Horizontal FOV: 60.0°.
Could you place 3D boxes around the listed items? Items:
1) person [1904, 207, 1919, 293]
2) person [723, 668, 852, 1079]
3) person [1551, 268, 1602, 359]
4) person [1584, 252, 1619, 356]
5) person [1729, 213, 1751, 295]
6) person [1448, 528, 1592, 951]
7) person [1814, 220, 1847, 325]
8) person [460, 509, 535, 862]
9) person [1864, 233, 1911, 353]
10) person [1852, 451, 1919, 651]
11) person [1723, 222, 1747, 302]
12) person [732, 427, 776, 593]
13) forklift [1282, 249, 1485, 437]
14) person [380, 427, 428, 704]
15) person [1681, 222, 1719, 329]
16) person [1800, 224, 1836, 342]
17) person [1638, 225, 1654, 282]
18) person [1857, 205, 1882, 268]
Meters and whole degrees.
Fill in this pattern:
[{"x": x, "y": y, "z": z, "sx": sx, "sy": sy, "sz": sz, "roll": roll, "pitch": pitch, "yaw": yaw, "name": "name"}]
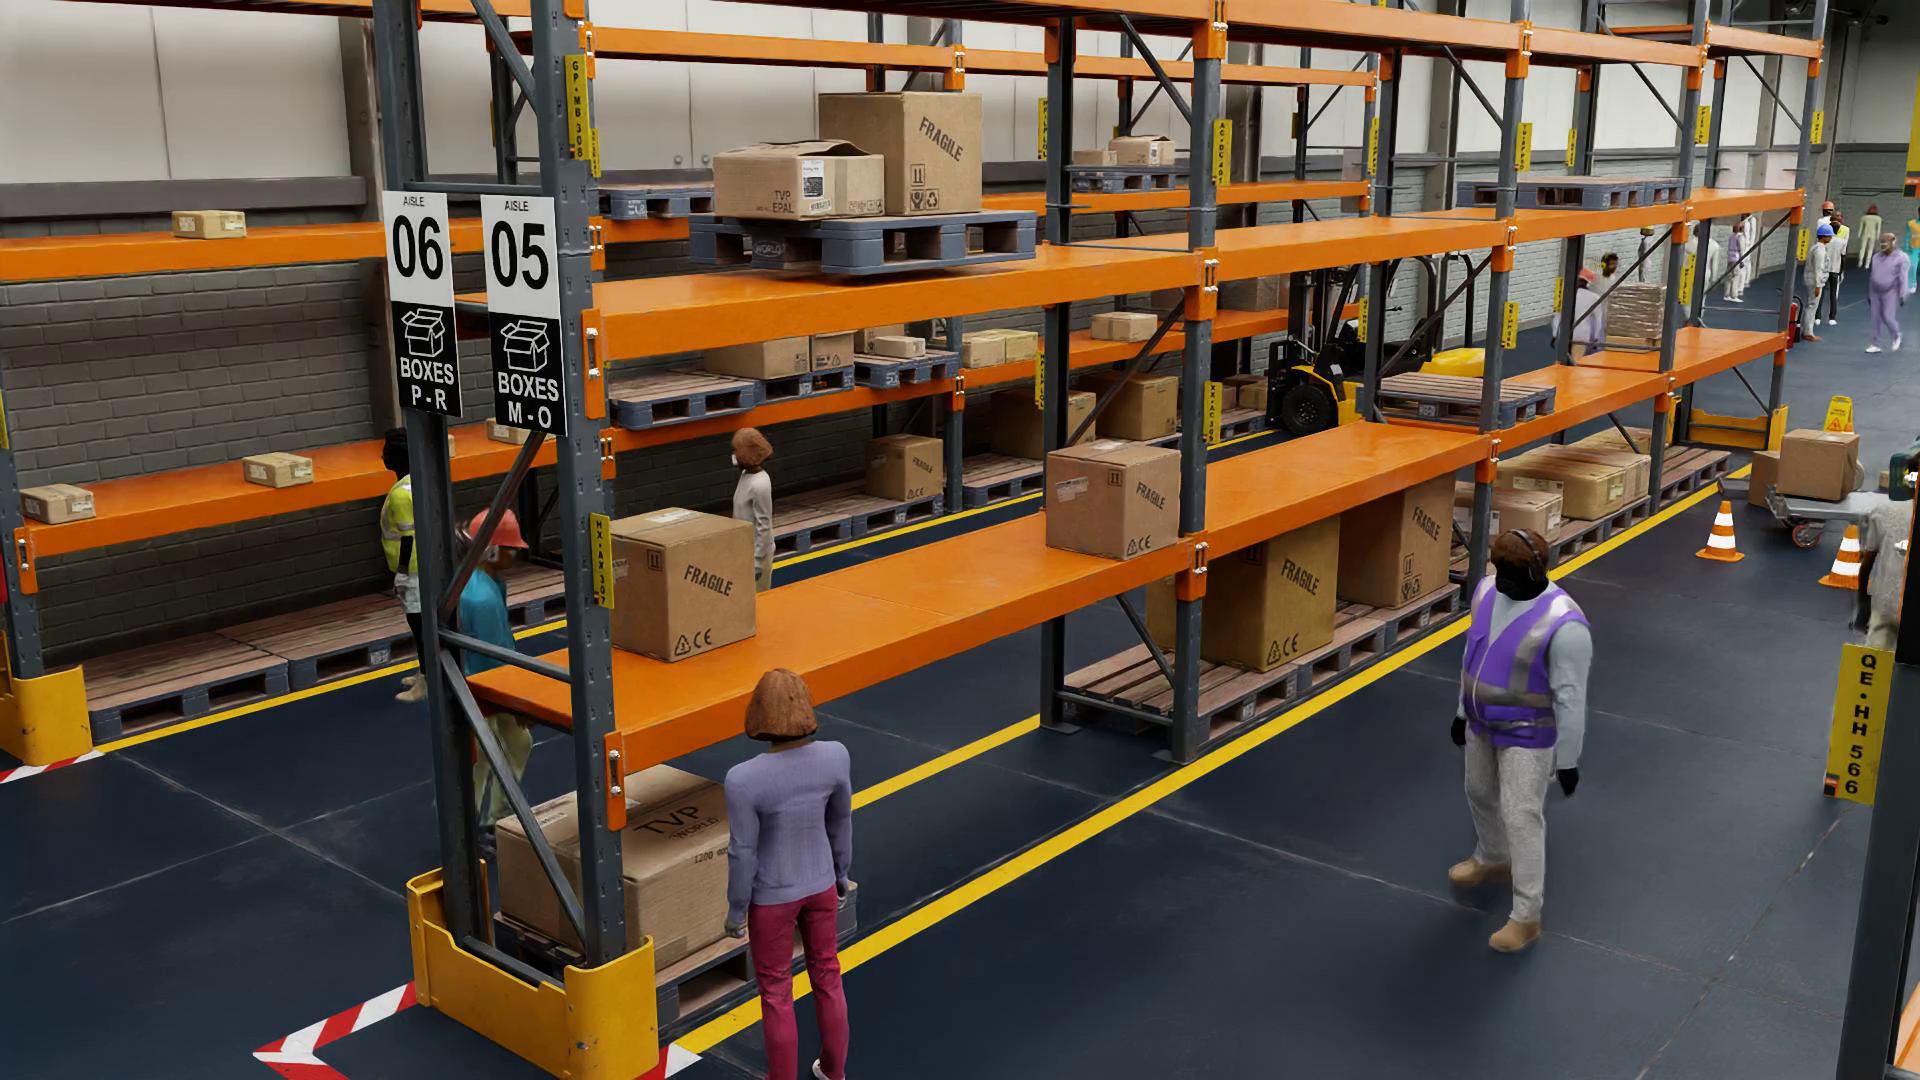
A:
[{"x": 20.877, "y": -6.346, "z": 36.213, "sx": 0.597, "sy": 1.894, "sz": 0.732, "roll": 4, "pitch": 14, "yaw": 15, "name": "person"}, {"x": -0.598, "y": 1.243, "z": 5.849, "sx": 0.507, "sy": 1.631, "sz": 0.266, "roll": -10, "pitch": 17, "yaw": -36, "name": "person"}, {"x": 8.035, "y": -2.686, "z": 21.710, "sx": 0.586, "sy": 1.705, "sz": 0.926, "roll": 10, "pitch": 17, "yaw": 35, "name": "person"}, {"x": 8.776, "y": -3.068, "z": 22.994, "sx": 0.546, "sy": 1.837, "sz": 0.761, "roll": -6, "pitch": 15, "yaw": -23, "name": "person"}, {"x": 16.687, "y": -6.186, "z": 35.581, "sx": 0.362, "sy": 1.883, "sz": 0.575, "roll": 3, "pitch": 14, "yaw": 12, "name": "person"}, {"x": 2.420, "y": 0.813, "z": 7.236, "sx": 0.539, "sy": 1.818, "sz": 0.816, "roll": -5, "pitch": 15, "yaw": -20, "name": "person"}, {"x": 15.717, "y": -4.831, "z": 30.090, "sx": 0.520, "sy": 1.874, "sz": 0.332, "roll": 7, "pitch": 15, "yaw": 25, "name": "person"}, {"x": -2.214, "y": 0.698, "z": 7.888, "sx": 0.581, "sy": 1.722, "sz": 0.570, "roll": -4, "pitch": 14, "yaw": -15, "name": "person"}, {"x": 14.600, "y": -3.883, "z": 26.188, "sx": 0.501, "sy": 1.886, "sz": 0.666, "roll": -7, "pitch": 15, "yaw": -25, "name": "person"}, {"x": 5.031, "y": 0.399, "z": 8.924, "sx": 0.996, "sy": 1.822, "sz": 0.540, "roll": -11, "pitch": 18, "yaw": -38, "name": "person"}, {"x": 15.925, "y": -5.714, "z": 34.153, "sx": 0.307, "sy": 1.645, "sz": 0.513, "roll": -2, "pitch": 14, "yaw": -8, "name": "person"}, {"x": -1.309, "y": 0.094, "z": 10.529, "sx": 0.289, "sy": 1.633, "sz": 0.499, "roll": -5, "pitch": 15, "yaw": -19, "name": "person"}, {"x": 4.886, "y": -2.214, "z": 18.767, "sx": 2.313, "sy": 2.155, "sz": 1.214, "roll": 11, "pitch": 18, "yaw": 38, "name": "forklift"}, {"x": -3.359, "y": 0.148, "z": 10.172, "sx": 0.318, "sy": 1.700, "sz": 0.534, "roll": -2, "pitch": 14, "yaw": -10, "name": "person"}, {"x": 12.685, "y": -4.502, "z": 28.642, "sx": 0.642, "sy": 1.927, "sz": 0.443, "roll": 3, "pitch": 14, "yaw": 11, "name": "person"}, {"x": 14.230, "y": -4.260, "z": 27.633, "sx": 0.409, "sy": 1.944, "sz": 0.614, "roll": 5, "pitch": 15, "yaw": 20, "name": "person"}, {"x": 13.271, "y": -5.313, "z": 32.316, "sx": 0.297, "sy": 1.744, "sz": 0.487, "roll": 7, "pitch": 15, "yaw": 26, "name": "person"}, {"x": 23.194, "y": -7.739, "z": 42.454, "sx": 0.509, "sy": 1.611, "sz": 0.585, "roll": 9, "pitch": 17, "yaw": 34, "name": "person"}]
